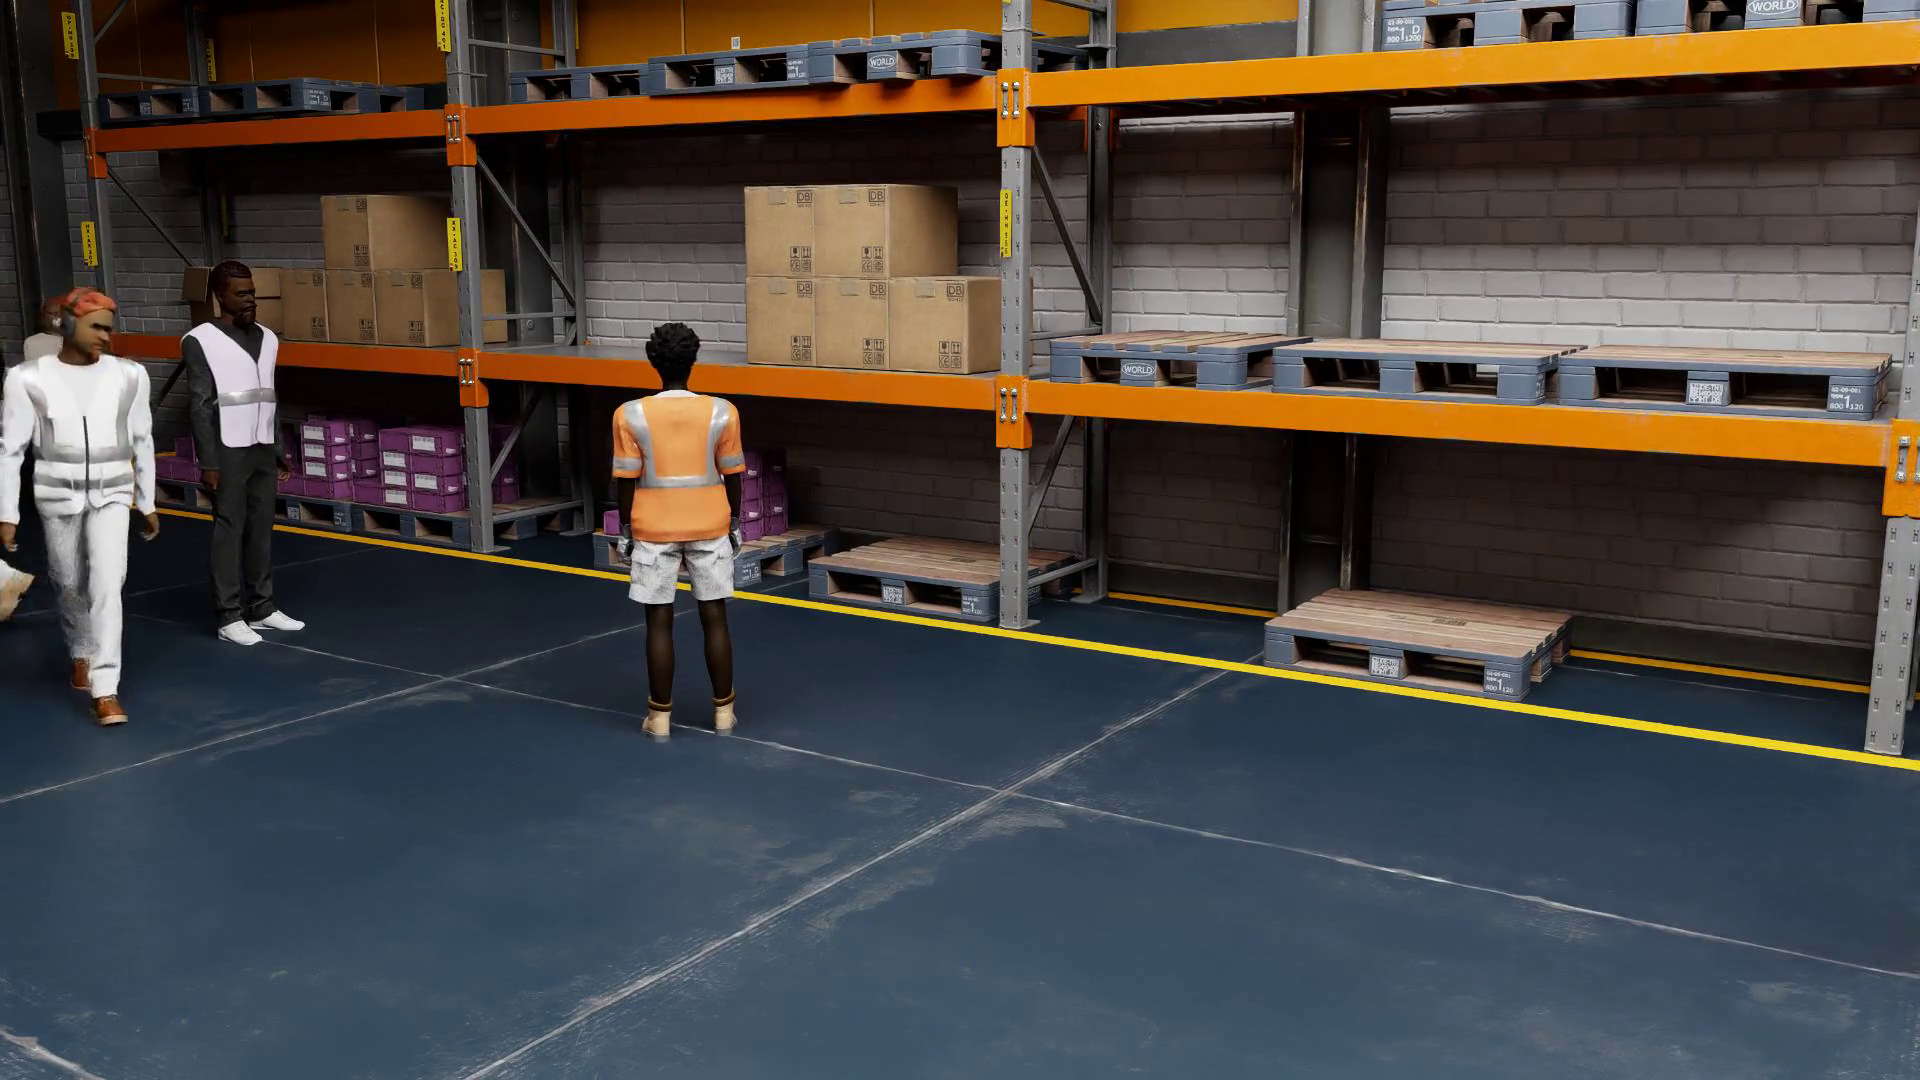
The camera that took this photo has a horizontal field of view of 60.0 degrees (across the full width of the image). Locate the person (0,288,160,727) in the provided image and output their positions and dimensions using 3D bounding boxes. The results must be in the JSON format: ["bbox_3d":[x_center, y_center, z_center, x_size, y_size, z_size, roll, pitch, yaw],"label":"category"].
[{"bbox_3d":[-3.812,-0.172,7.200,0.629,1.827,1.019,-6,12,-32],"label":"person"}]

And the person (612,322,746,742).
[{"bbox_3d":[-1.133,-0.029,6.740,0.540,1.697,0.317,-3,11,-18],"label":"person"}]

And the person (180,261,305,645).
[{"bbox_3d":[-3.646,-0.444,8.428,0.382,1.918,0.596,3,11,17],"label":"person"}]

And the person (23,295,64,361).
[{"bbox_3d":[-6.387,-0.925,11.882,0.280,1.631,0.504,7,12,34],"label":"person"}]

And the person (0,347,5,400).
[{"bbox_3d":[-7.342,-1.199,12.272,0.551,2.000,0.692,-2,10,-10],"label":"person"}]

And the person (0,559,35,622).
[{"bbox_3d":[-5.058,-0.373,8.282,0.554,1.827,0.649,-5,12,-28],"label":"person"}]
